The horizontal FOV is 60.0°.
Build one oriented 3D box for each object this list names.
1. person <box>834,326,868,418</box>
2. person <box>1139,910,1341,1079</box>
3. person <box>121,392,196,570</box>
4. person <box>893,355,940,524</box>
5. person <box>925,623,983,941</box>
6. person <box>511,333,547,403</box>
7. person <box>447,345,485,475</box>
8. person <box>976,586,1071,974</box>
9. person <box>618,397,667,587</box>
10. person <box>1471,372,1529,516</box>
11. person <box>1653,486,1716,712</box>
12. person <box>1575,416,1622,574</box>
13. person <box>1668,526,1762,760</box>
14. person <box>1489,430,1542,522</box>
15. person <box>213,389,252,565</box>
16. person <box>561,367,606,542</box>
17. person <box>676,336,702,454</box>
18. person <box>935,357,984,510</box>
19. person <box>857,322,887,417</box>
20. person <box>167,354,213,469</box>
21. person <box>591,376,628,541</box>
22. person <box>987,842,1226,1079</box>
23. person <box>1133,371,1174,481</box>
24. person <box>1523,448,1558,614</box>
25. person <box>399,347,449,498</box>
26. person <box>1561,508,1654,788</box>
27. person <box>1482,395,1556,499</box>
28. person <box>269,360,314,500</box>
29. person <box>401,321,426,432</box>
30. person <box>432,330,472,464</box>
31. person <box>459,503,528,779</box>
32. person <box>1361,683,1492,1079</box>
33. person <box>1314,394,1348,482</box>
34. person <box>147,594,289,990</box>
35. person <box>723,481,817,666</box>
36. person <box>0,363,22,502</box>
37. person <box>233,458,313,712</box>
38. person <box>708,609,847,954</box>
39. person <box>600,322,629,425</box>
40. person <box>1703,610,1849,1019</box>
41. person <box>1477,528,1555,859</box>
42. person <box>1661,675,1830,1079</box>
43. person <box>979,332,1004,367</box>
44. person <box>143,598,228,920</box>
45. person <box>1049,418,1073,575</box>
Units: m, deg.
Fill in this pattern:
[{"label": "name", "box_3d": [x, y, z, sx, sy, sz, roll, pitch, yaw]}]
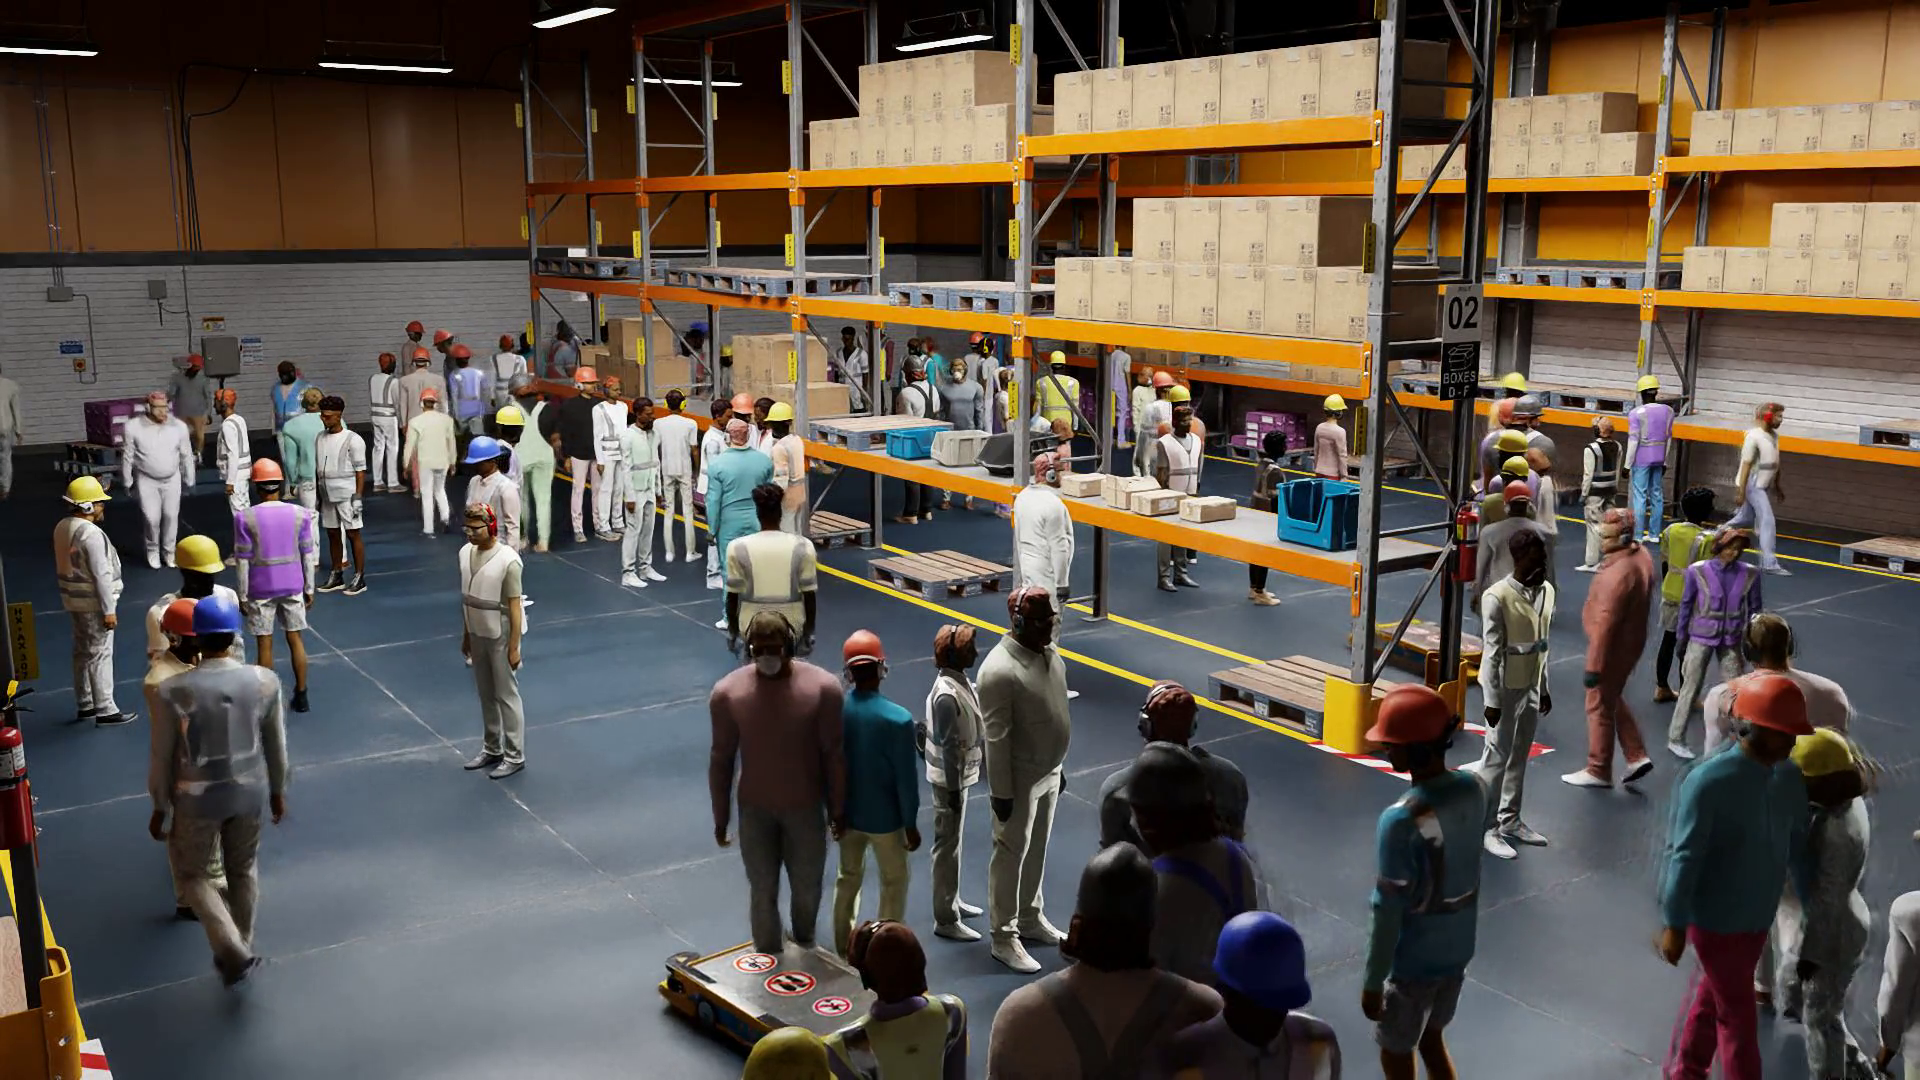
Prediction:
[{"label": "person", "box_3d": [-1.740, -2.416, 26.408, 0.608, 1.966, 0.374, 6, 12, 27]}, {"label": "person", "box_3d": [0.746, 1.891, 4.420, 0.617, 1.943, 0.408, -5, 12, -24]}, {"label": "person", "box_3d": [-8.368, -0.616, 17.397, 0.689, 1.881, 0.499, -9, 14, -39]}, {"label": "person", "box_3d": [-0.585, -1.223, 20.112, 0.537, 2.000, 0.683, 7, 13, 32]}, {"label": "person", "box_3d": [-0.029, 1.231, 8.581, 0.309, 1.641, 0.514, 1, 11, 3]}, {"label": "person", "box_3d": [-6.895, -2.391, 26.570, 0.617, 1.867, 0.920, 1, 11, 5]}, {"label": "person", "box_3d": [-6.967, -1.811, 23.526, 0.542, 1.888, 0.959, -9, 14, -40]}, {"label": "person", "box_3d": [0.350, 1.161, 8.254, 0.407, 1.908, 0.641, 6, 13, 29]}, {"label": "person", "box_3d": [-3.214, -0.487, 16.700, 0.396, 1.910, 0.589, 5, 12, 23]}, {"label": "person", "box_3d": [6.345, -1.041, 19.565, 0.621, 1.894, 0.826, -10, 15, -41]}, {"label": "person", "box_3d": [5.475, 0.437, 12.500, 0.316, 1.695, 0.541, -3, 12, -17]}, {"label": "person", "box_3d": [6.645, -0.469, 17.285, 0.523, 1.638, 0.311, -6, 13, -28]}, {"label": "person", "box_3d": [5.162, 0.697, 11.355, 0.563, 1.627, 0.331, 1, 11, 5]}, {"label": "person", "box_3d": [4.597, 0.035, 13.958, 0.588, 1.930, 0.362, -8, 14, -35]}, {"label": "person", "box_3d": [-7.716, -0.672, 17.694, 0.337, 1.882, 0.585, -3, 11, -13]}, {"label": "person", "box_3d": [-4.244, -0.980, 18.976, 0.622, 1.996, 0.370, -9, 14, -39]}, {"label": "person", "box_3d": [-4.251, -2.243, 25.860, 0.339, 1.839, 0.504, 8, 14, 35]}, {"label": "person", "box_3d": [-0.015, -1.335, 20.945, 0.634, 1.938, 0.355, 1, 11, 3]}, {"label": "person", "box_3d": [-1.602, -3.179, 30.673, 0.570, 1.831, 0.411, -2, 11, -12]}, {"label": "person", "box_3d": [-11.262, -1.847, 24.189, 0.732, 1.703, 0.350, -5, 12, -25]}, {"label": "person", "box_3d": [-3.977, -0.942, 19.074, 0.338, 1.882, 0.583, 5, 12, 25]}, {"label": "person", "box_3d": [0.437, 1.780, 4.744, 0.691, 2.000, 1.040, 1, 11, 6]}, {"label": "person", "box_3d": [2.314, -1.003, 19.320, 0.536, 1.903, 0.667, -6, 12, -27]}, {"label": "person", "box_3d": [5.256, -0.034, 15.135, 0.355, 1.616, 0.505, 8, 14, 36]}, {"label": "person", "box_3d": [-7.051, -1.544, 21.904, 0.621, 1.985, 0.408, -3, 11, -15]}, {"label": "person", "box_3d": [4.194, 0.710, 10.641, 0.527, 1.880, 0.713, 8, 14, 36]}, {"label": "person", "box_3d": [5.301, -0.362, 15.703, 0.678, 2.000, 0.536, 10, 15, 40]}, {"label": "person", "box_3d": [-8.718, -1.446, 21.787, 0.644, 1.828, 0.539, 2, 11, 9]}, {"label": "person", "box_3d": [-8.907, -2.584, 27.230, 0.412, 1.985, 0.611, 1, 11, 4]}, {"label": "person", "box_3d": [-7.546, -2.123, 24.807, 0.568, 2.007, 0.657, -3, 11, -13]}, {"label": "person", "box_3d": [-3.092, 0.652, 11.047, 0.561, 1.836, 0.394, 9, 14, 37]}, {"label": "person", "box_3d": [1.691, 1.512, 6.163, 0.627, 2.029, 0.403, -10, 15, -42]}, {"label": "person", "box_3d": [4.059, -0.707, 18.166, 0.305, 1.772, 0.527, -5, 12, -22]}, {"label": "person", "box_3d": [-3.523, 1.212, 7.927, 0.639, 1.928, 0.655, -10, 15, -42]}, {"label": "person", "box_3d": [-1.269, 0.571, 11.140, 0.620, 1.950, 0.418, -2, 11, -8]}, {"label": "person", "box_3d": [-12.555, -1.453, 21.663, 0.638, 1.907, 0.861, -9, 14, -38]}, {"label": "person", "box_3d": [-5.088, 0.352, 12.352, 0.549, 1.927, 0.393, -8, 14, -37]}, {"label": "person", "box_3d": [-0.850, 1.252, 7.753, 0.647, 1.920, 0.448, 0, 11, -1]}, {"label": "person", "box_3d": [-5.951, -2.727, 28.146, 0.622, 1.926, 0.621, 1, 11, 4]}, {"label": "person", "box_3d": [3.716, 1.285, 7.601, 0.663, 1.913, 0.561, 2, 11, 8]}, {"label": "person", "box_3d": [3.236, 0.871, 9.707, 0.591, 1.919, 0.390, -9, 14, -39]}, {"label": "person", "box_3d": [3.122, 1.494, 6.383, 0.631, 1.959, 0.913, -6, 12, -27]}, {"label": "person", "box_3d": [0.522, -3.213, 30.847, 0.619, 1.836, 0.432, 8, 13, 34]}, {"label": "person", "box_3d": [-4.019, 1.149, 8.758, 0.353, 1.737, 0.571, 0, 11, 1]}, {"label": "person", "box_3d": [1.024, -0.447, 17.175, 0.273, 1.635, 0.507, 1, 11, 7]}]
